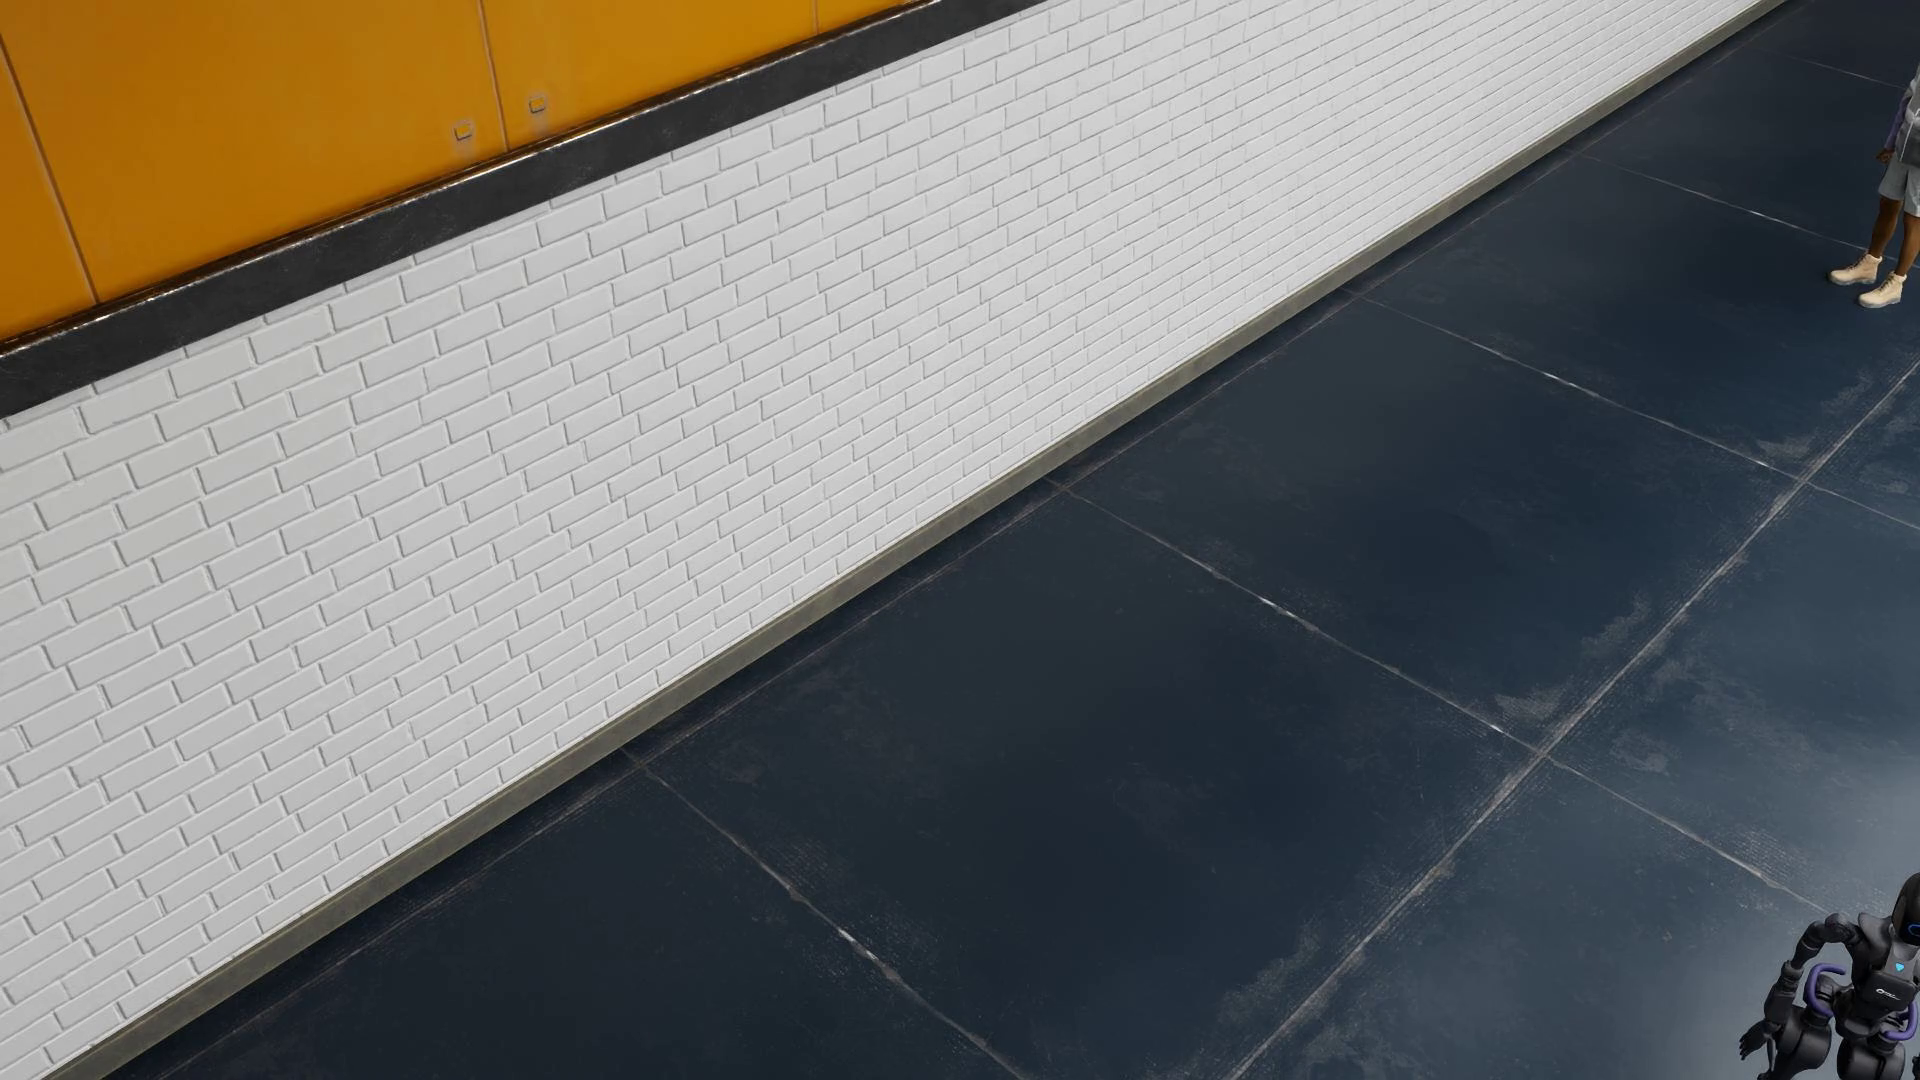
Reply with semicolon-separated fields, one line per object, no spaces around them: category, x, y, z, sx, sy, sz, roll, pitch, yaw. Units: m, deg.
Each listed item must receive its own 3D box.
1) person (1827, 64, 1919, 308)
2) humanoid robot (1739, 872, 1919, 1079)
person;6.080;-2.443;10.556;0.391;2.041;0.610;-7;39;-8
humanoid robot;3.020;1.701;5.654;0.599;1.657;0.315;17;42;20
